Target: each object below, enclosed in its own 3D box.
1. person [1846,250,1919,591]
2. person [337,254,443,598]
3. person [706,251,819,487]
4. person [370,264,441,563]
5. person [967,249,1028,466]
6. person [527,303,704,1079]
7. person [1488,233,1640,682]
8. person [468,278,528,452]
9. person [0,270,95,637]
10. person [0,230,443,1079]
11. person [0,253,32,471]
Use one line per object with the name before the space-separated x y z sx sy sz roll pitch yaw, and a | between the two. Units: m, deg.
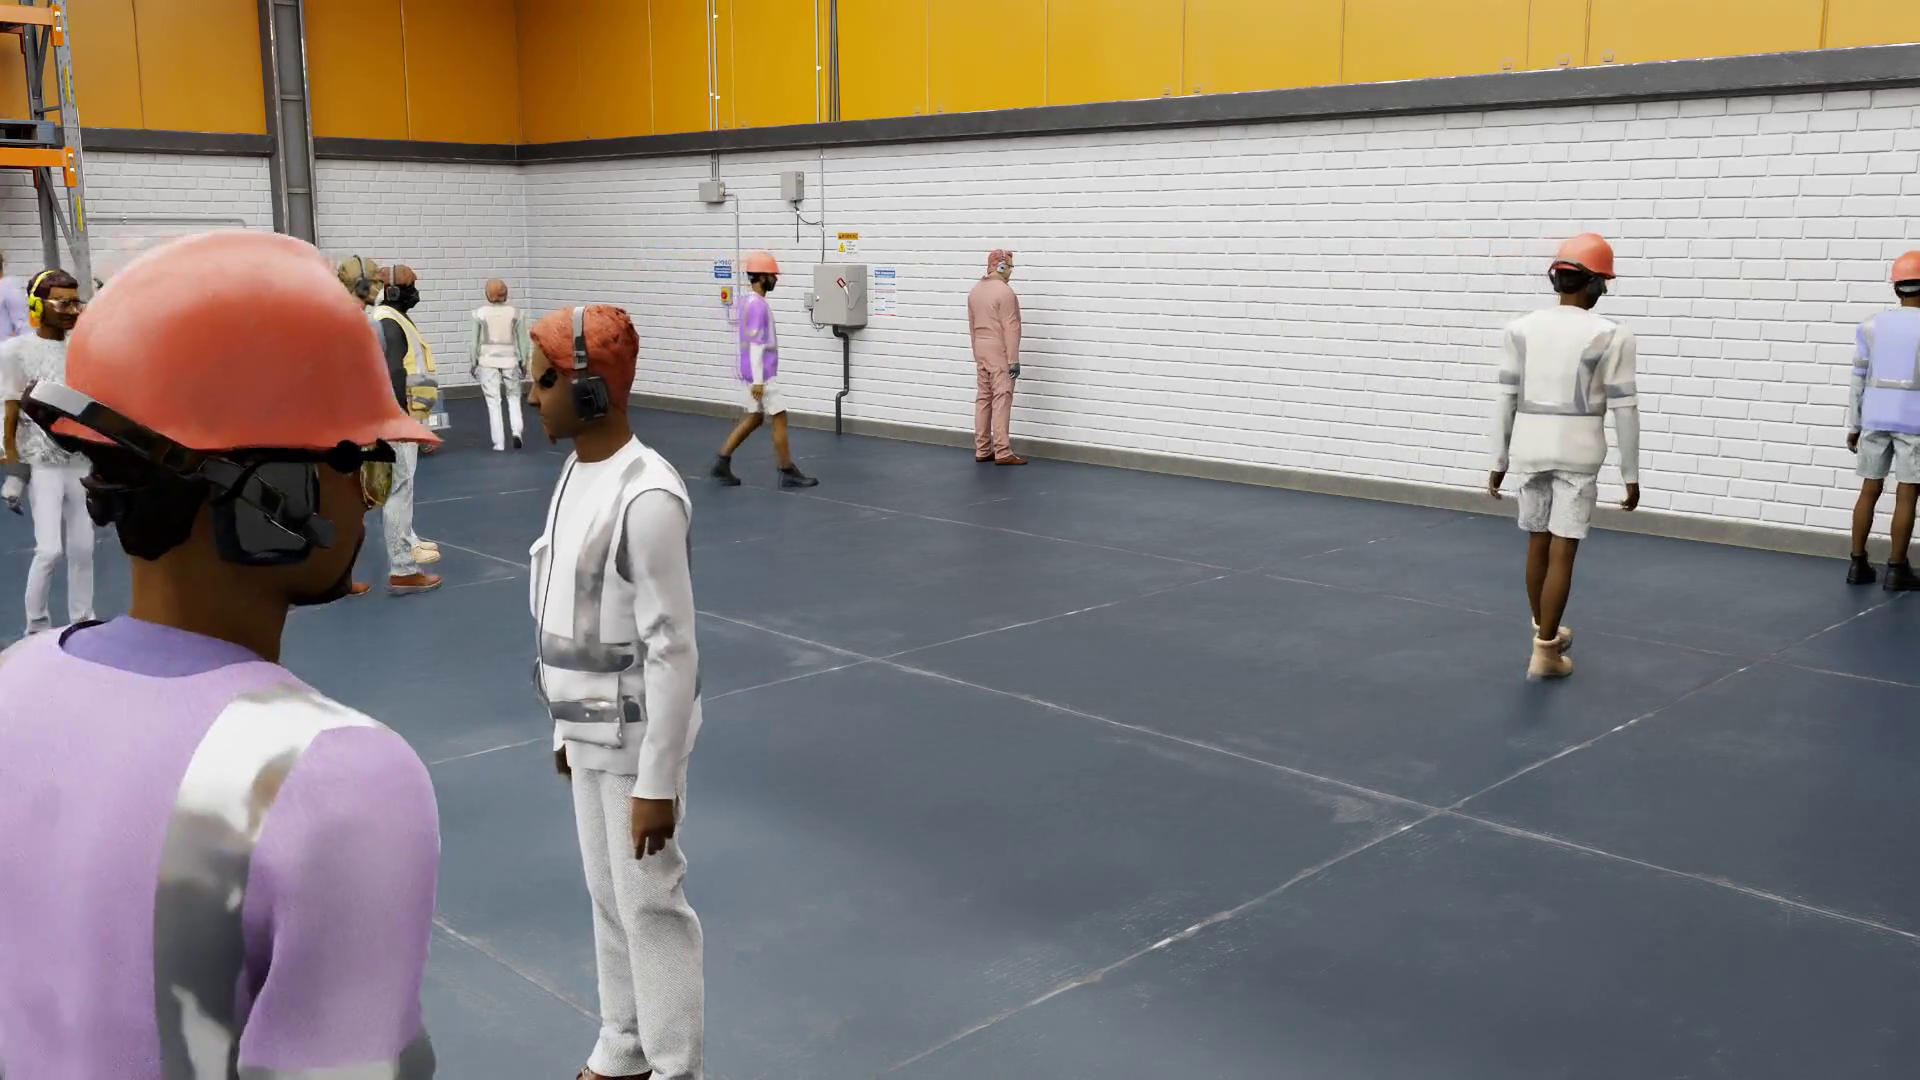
person | 5.357 -0.662 9.463 0.367 1.928 0.580 -7 13 -35
person | -3.295 -0.623 9.308 0.654 1.911 0.793 9 14 40
person | -1.618 -1.357 13.320 0.873 1.909 0.555 -2 11 -13
person | -3.462 -0.783 10.357 0.429 1.845 0.621 -3 11 -17
person | 0.344 -1.611 14.716 0.406 1.902 0.639 -6 12 -32
person | -0.740 0.439 3.579 0.360 1.884 0.574 -6 12 -28
person | 2.811 -0.377 7.642 0.645 2.032 0.645 -10 14 -43
person | -4.314 -1.627 15.548 0.525 1.625 0.359 -4 11 -22
person | -4.235 -0.331 7.833 0.341 1.862 0.559 5 12 26
person | -0.666 0.740 1.560 0.606 2.029 0.467 6 12 30
person | -8.307 -1.536 14.247 0.663 1.914 0.783 8 13 36
